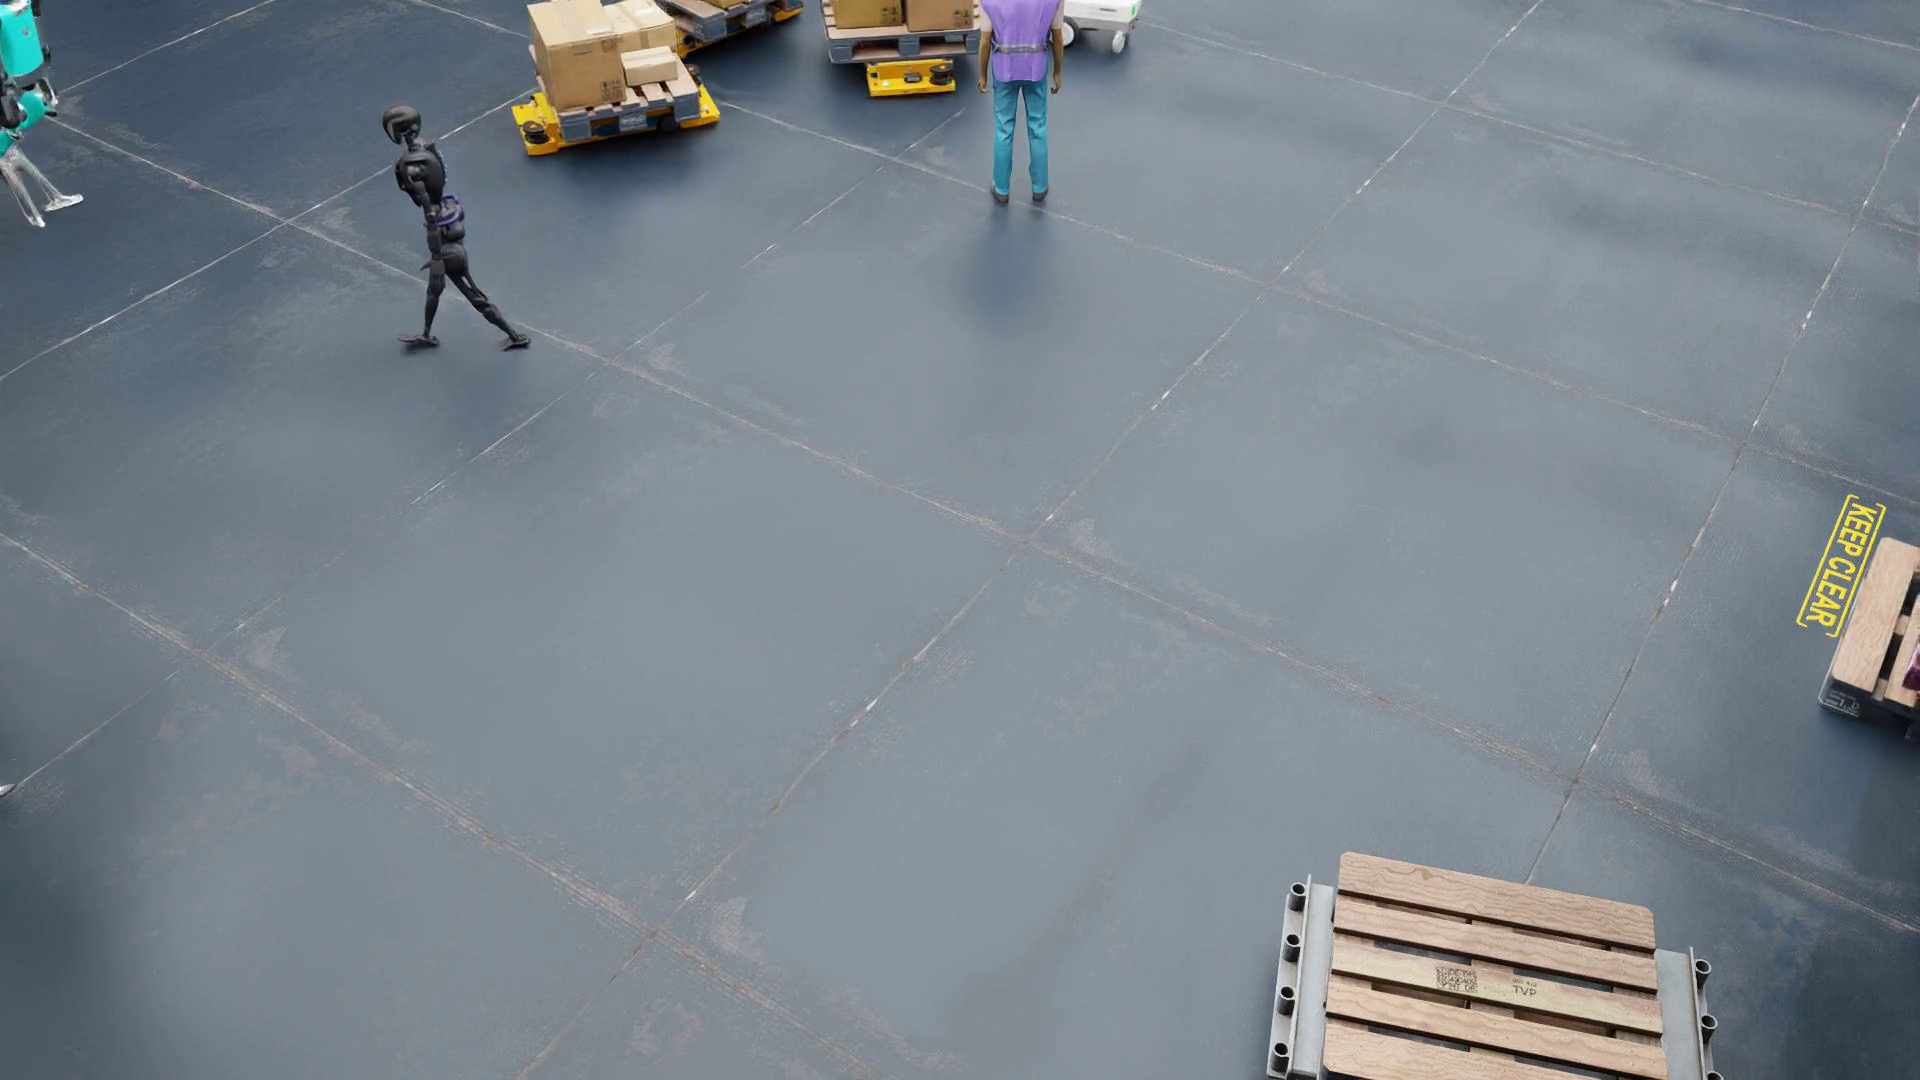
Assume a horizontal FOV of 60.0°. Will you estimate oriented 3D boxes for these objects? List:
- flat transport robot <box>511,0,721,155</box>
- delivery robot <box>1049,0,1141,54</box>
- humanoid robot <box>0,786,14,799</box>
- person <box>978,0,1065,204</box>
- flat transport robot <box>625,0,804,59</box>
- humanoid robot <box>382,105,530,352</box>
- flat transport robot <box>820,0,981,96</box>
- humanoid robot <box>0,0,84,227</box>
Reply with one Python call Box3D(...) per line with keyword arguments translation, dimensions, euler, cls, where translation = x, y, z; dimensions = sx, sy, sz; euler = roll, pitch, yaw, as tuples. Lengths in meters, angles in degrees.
Box3D(translation=(-2.565, -3.206, 12.367), dimensions=(1.431, 0.231, 0.659), euler=(-15, 44, -16), cls="flat transport robot")
Box3D(translation=(1.048, -4.241, 13.325), dimensions=(0.785, 0.614, 0.499), euler=(9, 43, 10), cls="delivery robot")
Box3D(translation=(-4.729, 0.468, 7.156), dimensions=(1.020, 1.723, 0.577), euler=(19, 45, 20), cls="humanoid robot")
Box3D(translation=(0.400, -3.095, 11.062), dimensions=(0.564, 1.841, 0.382), euler=(-2, 42, -2), cls="person")
Box3D(translation=(-2.035, -4.283, 13.572), dimensions=(1.431, 0.231, 0.659), euler=(-33, 51, -31), cls="flat transport robot")
Box3D(translation=(-3.064, -1.790, 9.768), dimensions=(0.796, 1.619, 0.609), euler=(-10, 43, -11), cls="humanoid robot")
Box3D(translation=(-0.458, -3.927, 13.174), dimensions=(0.659, 0.231, 1.431), euler=(-6, 42, -6), cls="flat transport robot")
Box3D(translation=(-6.237, -2.867, 10.886), dimensions=(0.792, 1.756, 0.532), euler=(8, 42, 9), cls="humanoid robot")
